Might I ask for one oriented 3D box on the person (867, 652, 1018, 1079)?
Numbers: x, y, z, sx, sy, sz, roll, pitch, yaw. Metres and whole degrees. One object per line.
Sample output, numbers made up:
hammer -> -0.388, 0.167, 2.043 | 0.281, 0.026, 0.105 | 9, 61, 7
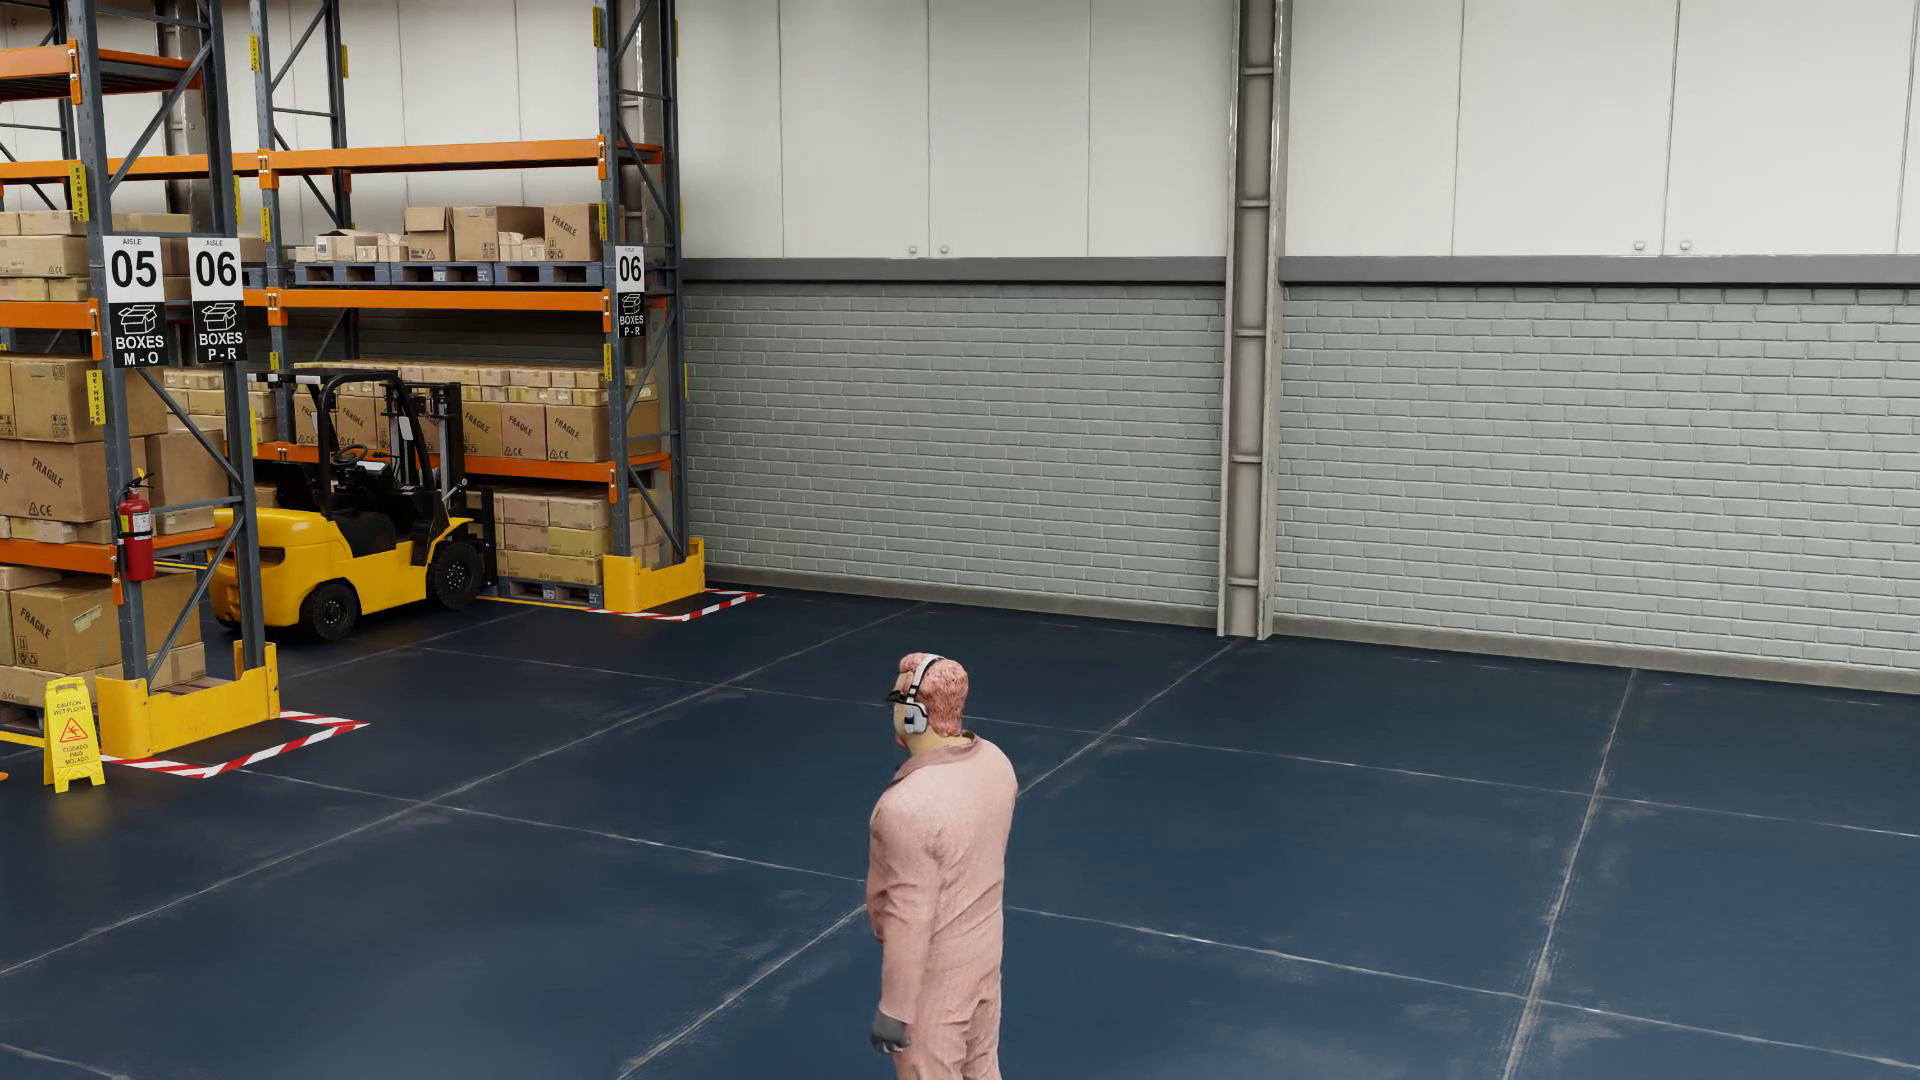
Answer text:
person -> -0.084, 1.278, 5.001 | 0.399, 1.909, 0.642 | 5, 10, 28
